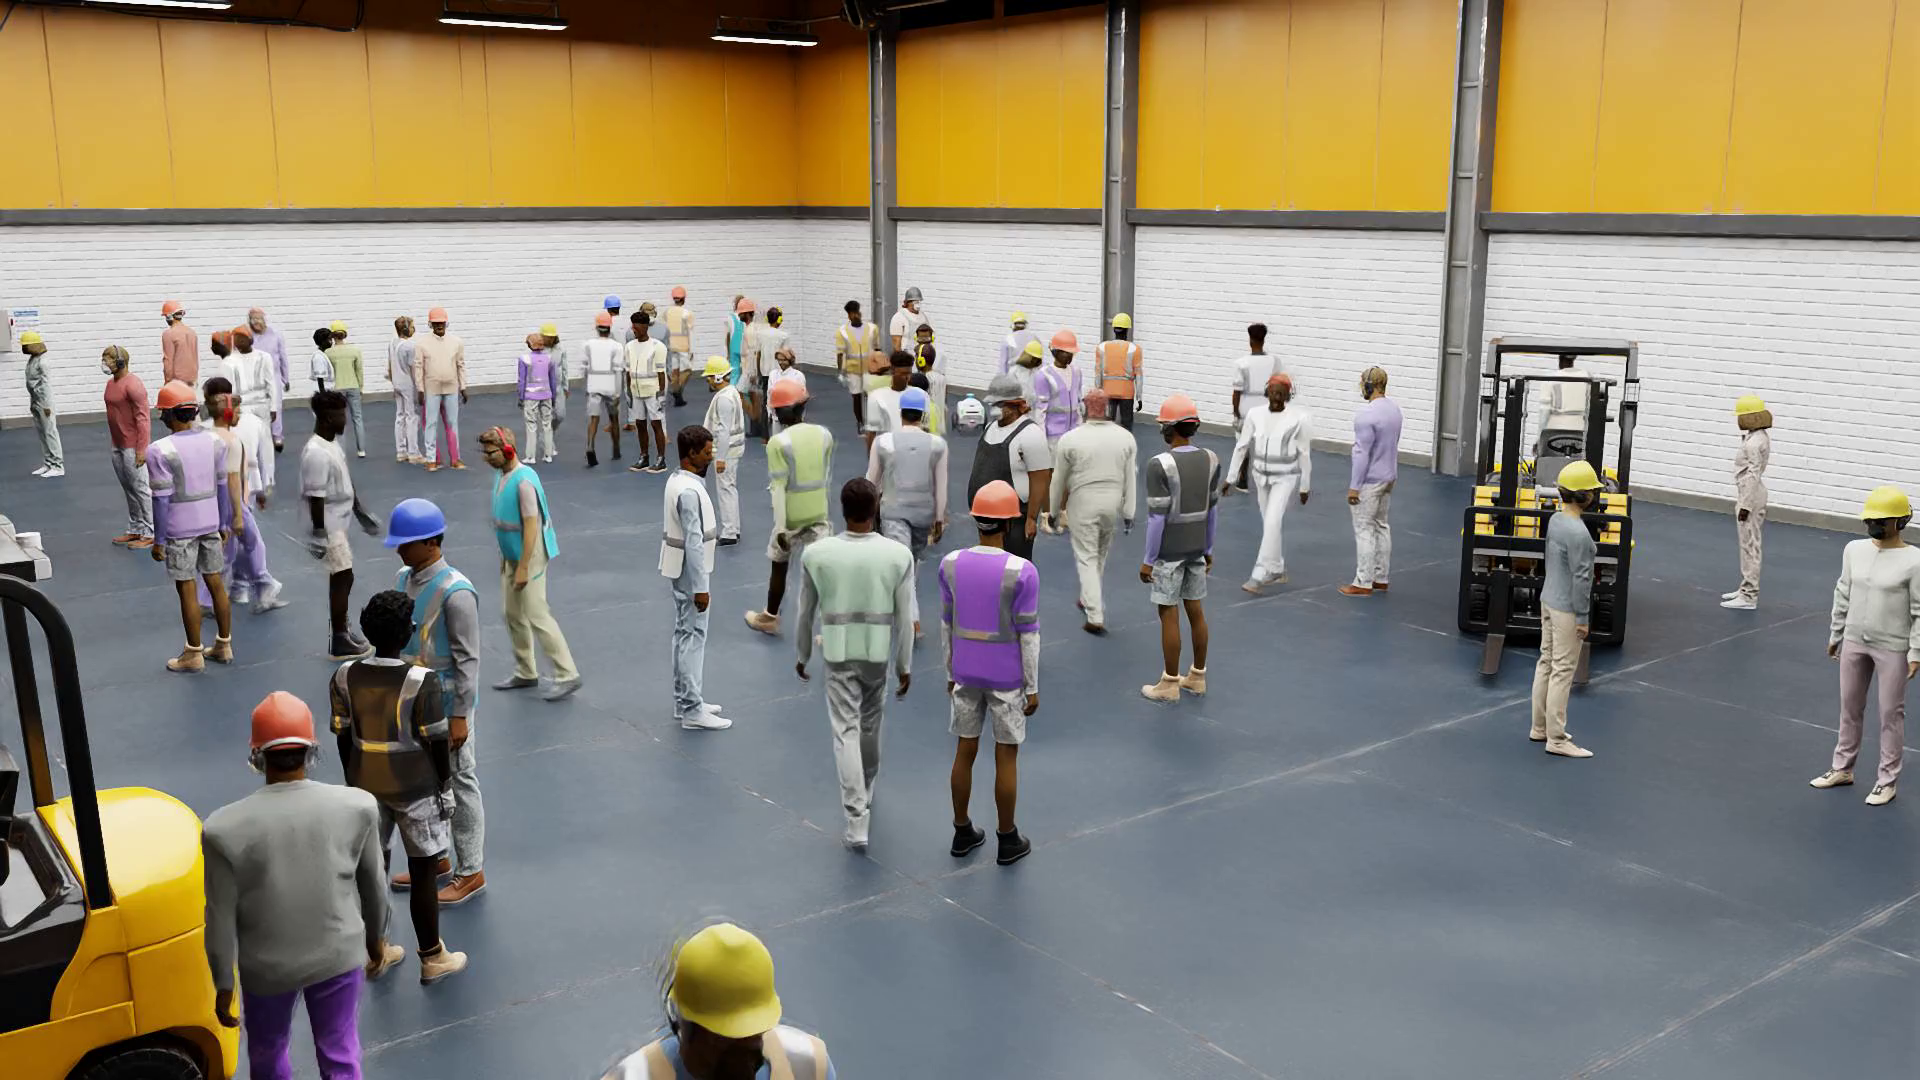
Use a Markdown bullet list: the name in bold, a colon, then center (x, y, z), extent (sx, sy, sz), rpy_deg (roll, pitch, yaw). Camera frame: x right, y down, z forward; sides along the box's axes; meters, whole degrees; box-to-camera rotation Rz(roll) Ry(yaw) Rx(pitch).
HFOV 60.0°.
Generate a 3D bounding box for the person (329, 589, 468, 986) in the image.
- **person**: center (-2.372, 1.044, 7.024), extent (0.541, 1.696, 0.316), rpy_deg (3, 12, 14)

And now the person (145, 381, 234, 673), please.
- **person**: center (-5.405, -0.088, 11.655), extent (0.374, 2.044, 0.607), rpy_deg (6, 13, 25)

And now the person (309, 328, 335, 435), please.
- **person**: center (-8.007, -1.824, 20.919), extent (0.323, 1.690, 0.547), rpy_deg (-2, 12, -12)

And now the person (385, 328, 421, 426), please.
- **person**: center (-7.942, -2.392, 23.836), extent (0.656, 1.619, 0.510), rpy_deg (10, 15, 39)

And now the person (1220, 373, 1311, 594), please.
- **person**: center (2.541, -0.468, 13.949), extent (0.648, 1.846, 0.913), rpy_deg (11, 16, 42)

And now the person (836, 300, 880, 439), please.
- **person**: center (-1.384, -2.329, 22.795), extent (0.638, 1.908, 0.705), rpy_deg (-2, 12, -7)

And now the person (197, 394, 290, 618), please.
- **person**: center (-5.740, -0.262, 13.136), extent (0.607, 1.792, 0.773), rpy_deg (8, 14, 35)

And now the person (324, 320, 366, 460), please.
- **person**: center (-7.813, -1.899, 21.071), extent (0.523, 1.769, 0.321), rpy_deg (-9, 15, -36)

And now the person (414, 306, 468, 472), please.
- **person**: center (-6.294, -1.835, 20.204), extent (0.610, 1.996, 0.386), rpy_deg (-7, 13, -29)

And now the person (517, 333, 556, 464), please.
- **person**: center (-5.262, -1.758, 20.720), extent (0.520, 1.630, 0.325), rpy_deg (-11, 16, -42)

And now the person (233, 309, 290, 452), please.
- **person**: center (-9.100, -2.074, 21.687), extent (0.677, 1.857, 0.971), rpy_deg (-4, 13, -21)

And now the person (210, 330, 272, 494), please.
- **person**: center (-8.177, -1.396, 18.457), extent (0.972, 1.834, 0.589), rpy_deg (-2, 12, -10)

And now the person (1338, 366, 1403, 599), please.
- **person**: center (3.441, -0.482, 13.851), extent (0.375, 1.930, 0.635), rpy_deg (10, 15, 39)

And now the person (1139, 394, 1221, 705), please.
- **person**: center (1.418, 0.058, 10.949), extent (0.614, 2.040, 0.391), rpy_deg (-9, 14, -36)

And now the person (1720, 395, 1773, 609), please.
- **person**: center (6.366, -0.309, 13.473), extent (0.332, 1.733, 0.488), rpy_deg (7, 13, 30)

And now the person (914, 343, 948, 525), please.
- **person**: center (-0.311, -1.042, 16.722), extent (0.325, 1.859, 0.520), rpy_deg (8, 14, 33)

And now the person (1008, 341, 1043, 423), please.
- **person**: center (0.761, -1.443, 19.071), extent (0.498, 1.691, 0.797), rpy_deg (-3, 12, -12)

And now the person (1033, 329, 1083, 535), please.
- **person**: center (1.000, -1.056, 16.383), extent (0.611, 2.030, 0.409), rpy_deg (-10, 16, -41)

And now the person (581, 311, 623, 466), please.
- **person**: center (-4.456, -1.883, 20.691), extent (0.546, 1.908, 0.909), rpy_deg (0, 12, -1)

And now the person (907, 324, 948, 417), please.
- **person**: center (-0.390, -1.589, 19.361), extent (0.510, 1.861, 0.324), rpy_deg (0, 12, -1)

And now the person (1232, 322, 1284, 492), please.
- **person**: center (3.307, -1.436, 18.426), extent (0.619, 1.942, 0.880), rpy_deg (-1, 12, -5)

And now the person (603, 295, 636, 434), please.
- **person**: center (-4.809, -2.454, 23.345), extent (0.604, 1.939, 0.414), rpy_deg (-10, 15, -40)

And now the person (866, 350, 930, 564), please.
- **person**: center (-0.567, -0.786, 15.316), extent (0.620, 1.937, 0.830), rpy_deg (-4, 12, -17)

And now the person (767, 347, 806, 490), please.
- **person**: center (-1.960, -1.360, 18.785), extent (0.511, 1.638, 0.308), rpy_deg (6, 13, 28)

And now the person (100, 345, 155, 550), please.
- **person**: center (-7.855, -0.878, 15.724), extent (0.635, 1.937, 0.354), rpy_deg (10, 15, 40)

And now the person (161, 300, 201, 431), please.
- **person**: center (-10.107, -2.107, 21.563), extent (0.410, 1.982, 0.626), rpy_deg (2, 12, 11)

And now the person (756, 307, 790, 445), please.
- **person**: center (-2.482, -2.177, 22.213), extent (0.524, 1.857, 0.345), rpy_deg (4, 12, 19)

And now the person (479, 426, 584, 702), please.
- **person**: center (-2.861, 0.149, 11.050), extent (0.531, 1.822, 0.739), rpy_deg (-7, 14, -32)

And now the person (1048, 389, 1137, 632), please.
- **person**: center (1.020, -0.243, 12.908), extent (0.659, 1.853, 1.001), rpy_deg (-4, 12, -19)

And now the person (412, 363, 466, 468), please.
- **person**: center (-6.392, -1.668, 20.347), extent (0.573, 1.610, 0.401), rpy_deg (-8, 14, -33)

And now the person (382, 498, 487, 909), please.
- **person**: center (-2.479, 0.753, 7.833), extent (0.603, 1.945, 0.390), rpy_deg (10, 15, 40)
